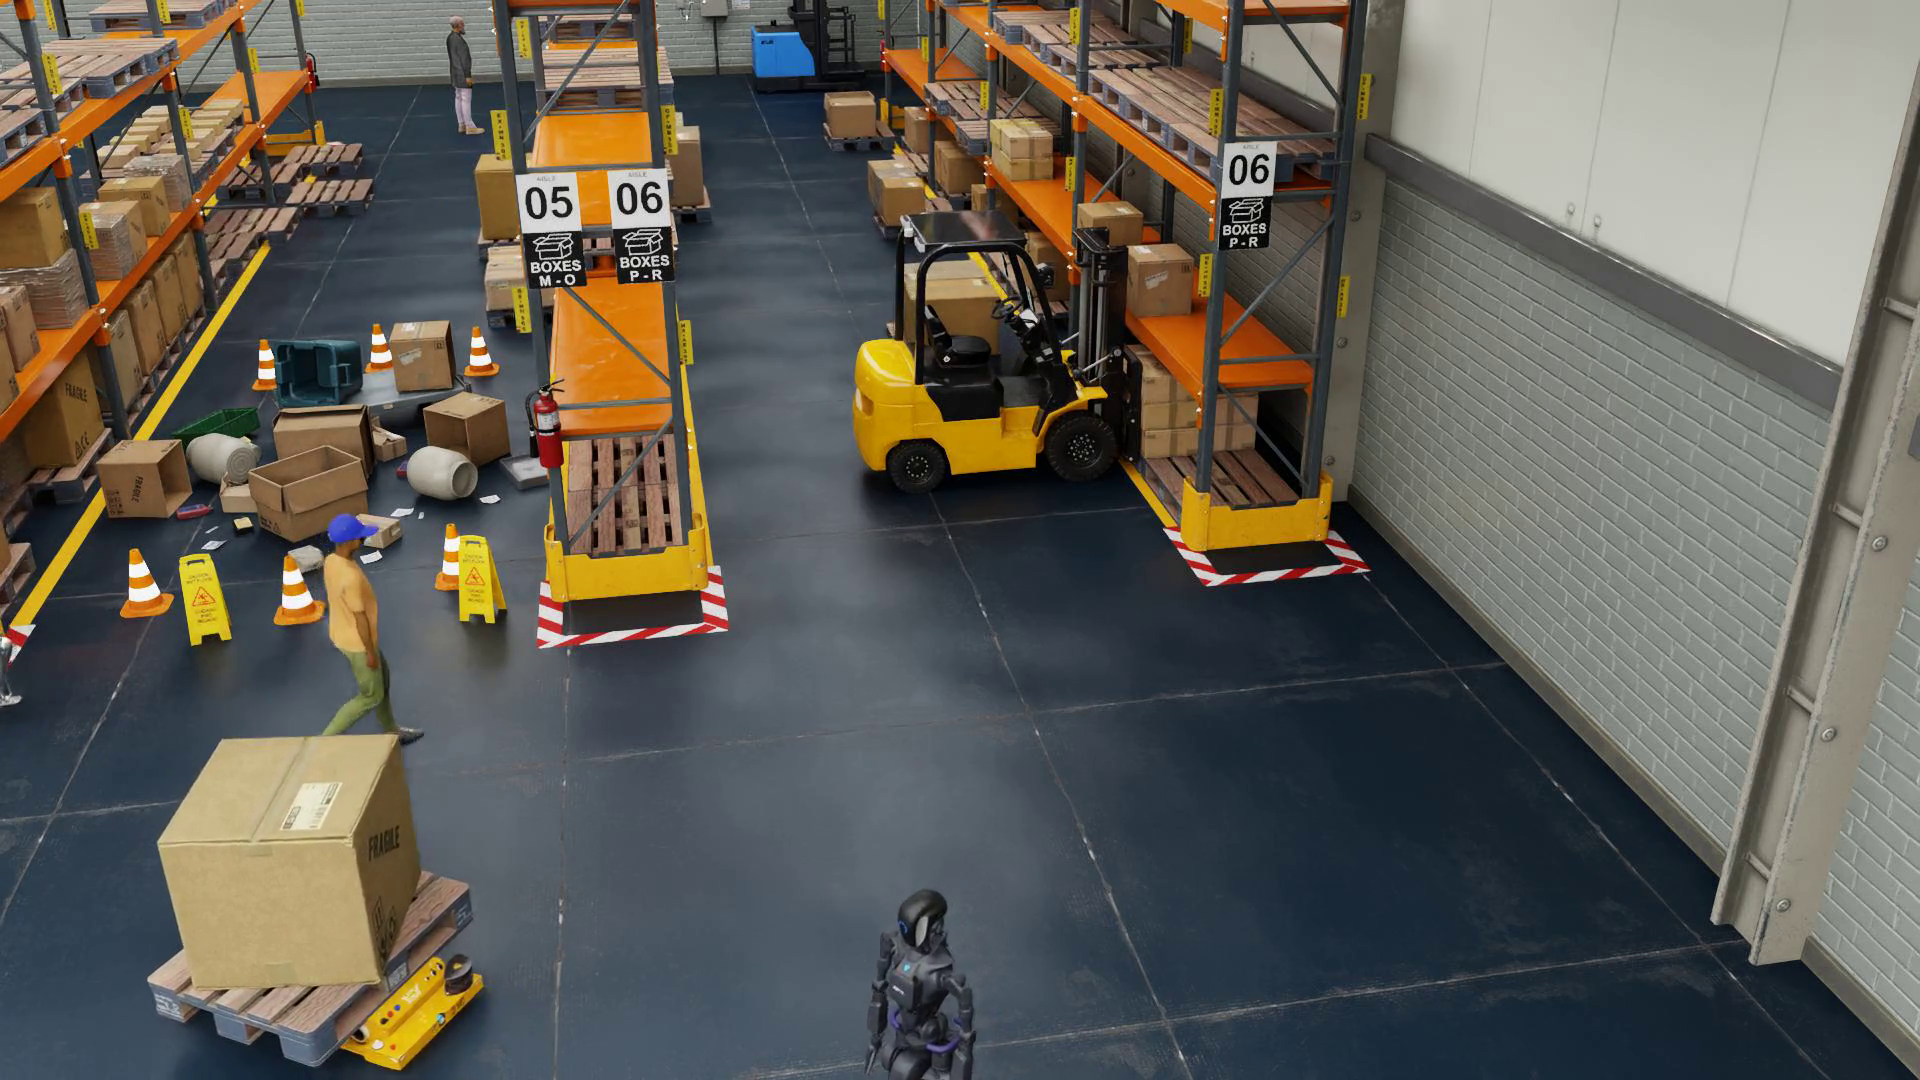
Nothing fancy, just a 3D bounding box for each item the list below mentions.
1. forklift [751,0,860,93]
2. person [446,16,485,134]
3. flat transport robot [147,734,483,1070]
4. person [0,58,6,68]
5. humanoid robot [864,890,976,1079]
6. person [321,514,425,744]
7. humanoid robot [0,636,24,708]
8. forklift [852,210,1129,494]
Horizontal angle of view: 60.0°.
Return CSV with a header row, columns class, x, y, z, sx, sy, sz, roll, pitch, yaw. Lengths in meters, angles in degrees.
class,x,y,z,sx,sy,sz,roll,pitch,yaw
forklift,-2.872,-9.679,30.288,1.873,2.768,1.129,-5,26,-10
person,-8.093,-7.547,27.014,0.404,1.856,0.534,-19,31,-34
flat transport robot,-3.226,2.238,8.469,1.431,0.231,0.659,10,27,20
person,-16.416,-8.012,28.076,0.499,1.781,0.619,-7,26,-13
humanoid robot,-0.184,2.197,6.925,0.599,1.655,0.434,22,33,37
person,-3.738,0.627,10.170,0.687,1.689,0.449,-17,31,-32
humanoid robot,-6.469,0.398,10.650,1.058,1.747,0.561,-3,26,-7
forklift,0.216,-1.659,14.366,2.313,2.155,1.214,-5,26,-10
